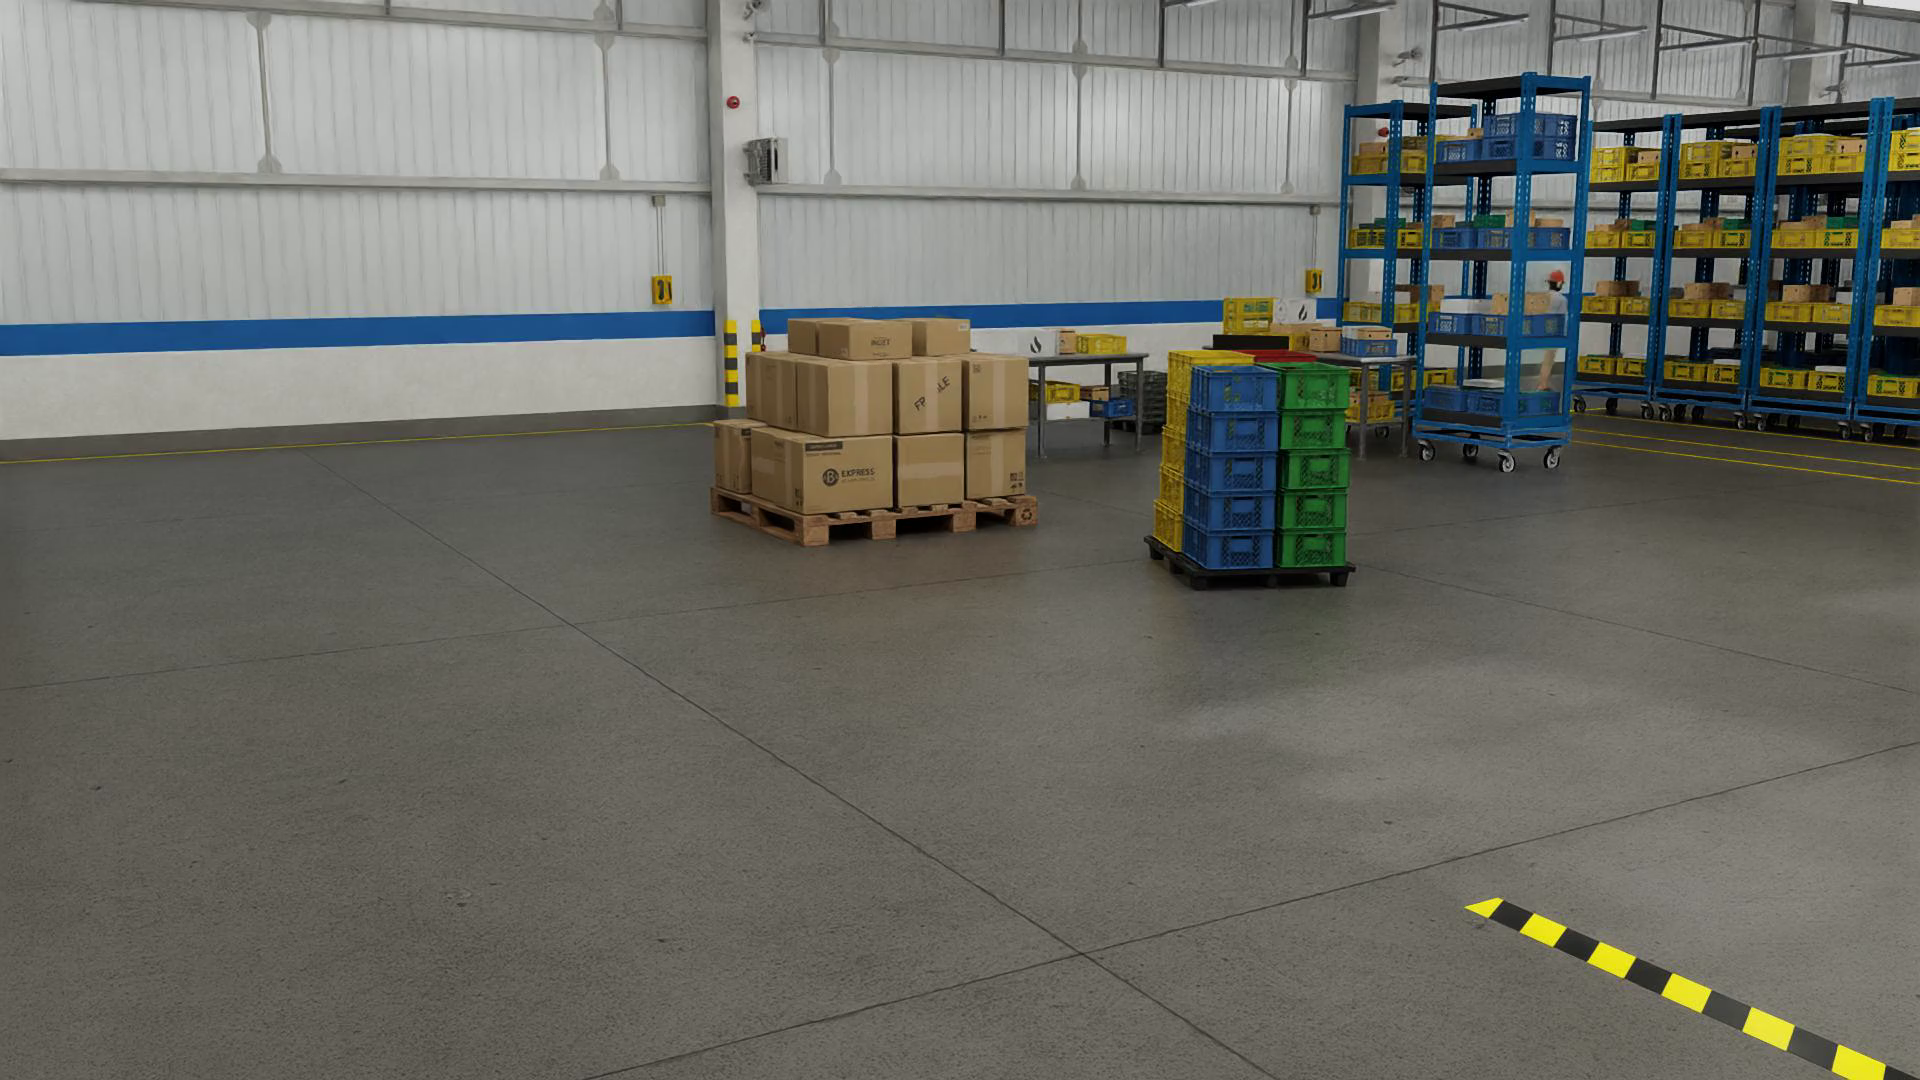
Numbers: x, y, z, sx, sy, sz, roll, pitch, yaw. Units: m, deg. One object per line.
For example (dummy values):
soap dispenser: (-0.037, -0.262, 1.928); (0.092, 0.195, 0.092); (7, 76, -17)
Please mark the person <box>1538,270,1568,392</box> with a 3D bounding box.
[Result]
person: (8.392, -2.933, 23.502); (0.503, 1.732, 0.598); (-4, 11, -23)
